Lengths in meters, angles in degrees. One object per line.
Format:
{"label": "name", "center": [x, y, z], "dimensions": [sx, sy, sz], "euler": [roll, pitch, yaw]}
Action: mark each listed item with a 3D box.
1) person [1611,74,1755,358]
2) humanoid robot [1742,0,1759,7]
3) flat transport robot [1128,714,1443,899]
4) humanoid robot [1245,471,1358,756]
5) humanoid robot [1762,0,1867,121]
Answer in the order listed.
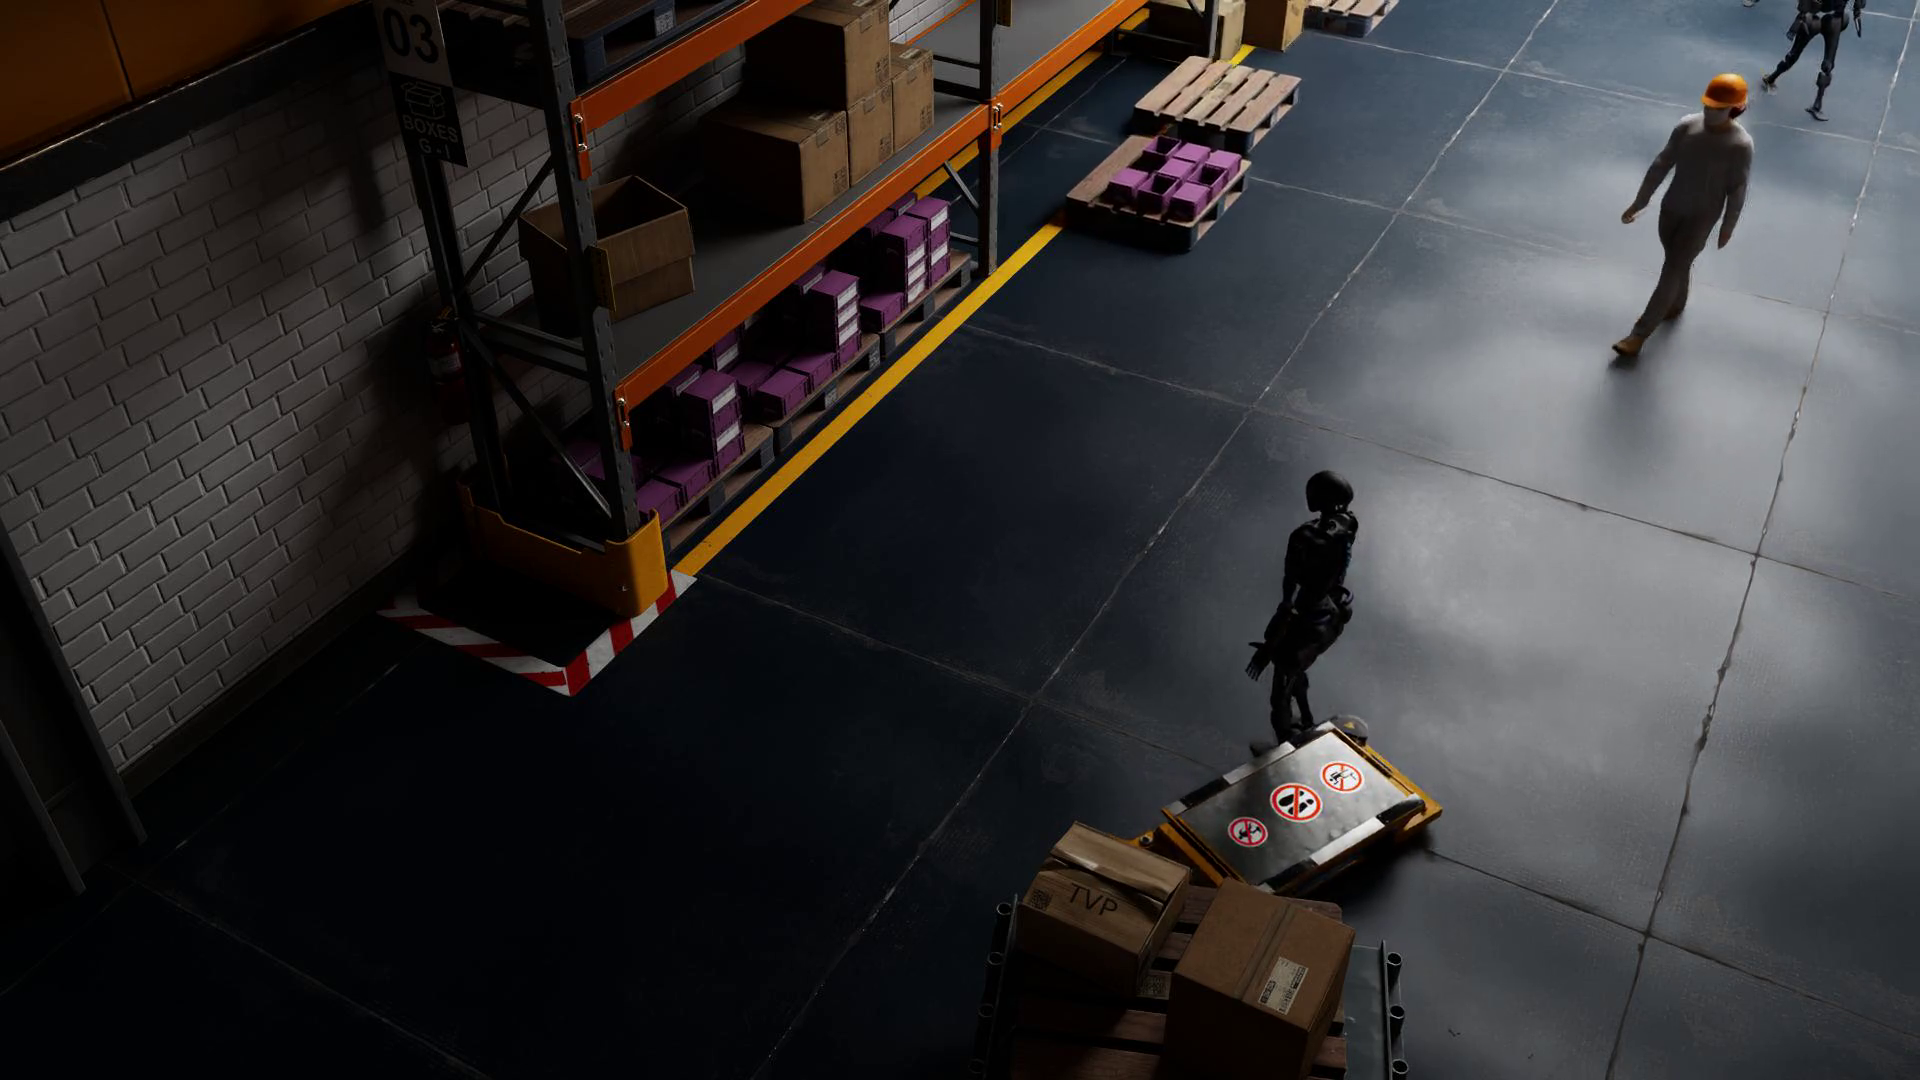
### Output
{"label": "person", "center": [4.617, -2.088, 10.579], "dimensions": [1.005, 1.847, 0.585], "euler": [-25, 45, -28]}
{"label": "humanoid robot", "center": [7.600, -5.776, 15.316], "dimensions": [0.608, 1.635, 0.507], "euler": [27, 46, 29]}
{"label": "flat transport robot", "center": [1.464, 1.310, 7.582], "dimensions": [1.431, 0.231, 0.659], "euler": [-23, 44, -26]}
{"label": "humanoid robot", "center": [1.573, 0.392, 7.601], "dimensions": [0.313, 1.655, 0.607], "euler": [30, 48, 32]}
{"label": "humanoid robot", "center": [7.034, -4.306, 13.514], "dimensions": [0.598, 1.638, 0.766], "euler": [-5, 39, -6]}
